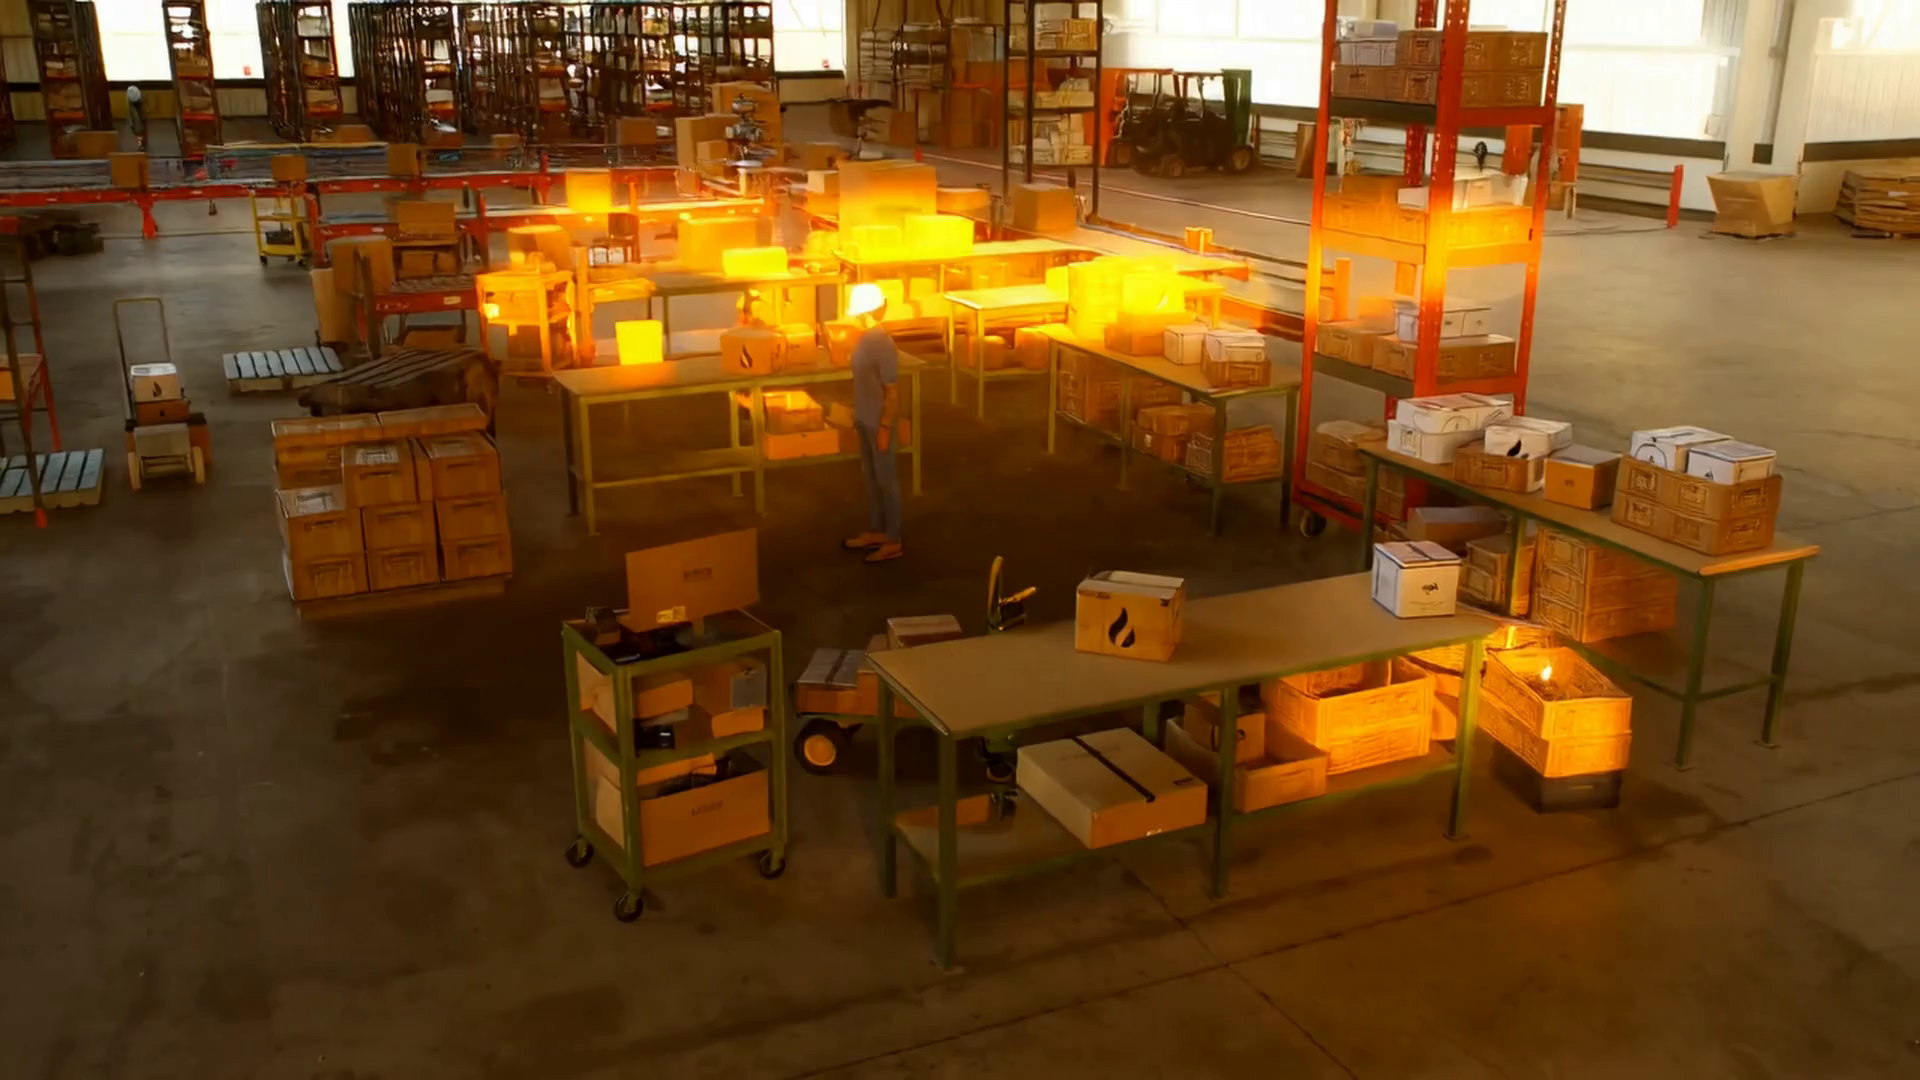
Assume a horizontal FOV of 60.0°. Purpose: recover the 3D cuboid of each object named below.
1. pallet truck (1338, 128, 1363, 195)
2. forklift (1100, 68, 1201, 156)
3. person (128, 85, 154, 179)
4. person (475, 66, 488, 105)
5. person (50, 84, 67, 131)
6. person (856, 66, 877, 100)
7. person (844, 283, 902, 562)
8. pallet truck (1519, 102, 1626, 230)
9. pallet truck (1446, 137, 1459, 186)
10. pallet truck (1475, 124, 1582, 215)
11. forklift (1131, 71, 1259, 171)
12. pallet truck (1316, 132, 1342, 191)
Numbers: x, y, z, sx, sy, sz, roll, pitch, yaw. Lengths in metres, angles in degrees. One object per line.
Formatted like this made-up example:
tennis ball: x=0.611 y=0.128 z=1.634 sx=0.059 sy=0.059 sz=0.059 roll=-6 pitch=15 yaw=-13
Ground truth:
pallet truck: x=7.845 y=-7.140 z=31.411 sx=1.522 sy=1.261 sz=0.704 roll=-9 pitch=20 yaw=-25
forklift: x=4.082 y=-9.564 z=37.410 sx=2.680 sy=1.987 sz=1.157 roll=-8 pitch=19 yaw=-23
person: x=-17.079 y=-8.480 z=34.632 sx=0.409 sy=1.909 sz=0.640 roll=-8 pitch=19 yaw=-23
person: x=-15.734 y=-14.826 z=54.753 sx=0.425 sy=1.821 sz=0.617 roll=-13 pitch=22 yaw=-35
person: x=-22.117 y=-10.456 z=40.964 sx=0.390 sy=1.839 sz=0.564 roll=-8 pitch=19 yaw=-23
person: x=-2.609 y=-12.259 z=46.495 sx=0.595 sy=1.940 sz=1.052 roll=-1 pitch=18 yaw=-2
person: x=-0.551 y=-0.742 z=10.494 sx=0.320 sy=1.763 sz=0.522 roll=-8 pitch=19 yaw=-23
pallet truck: x=9.972 y=-6.037 z=26.785 sx=1.885 sy=1.965 sz=0.823 roll=-9 pitch=20 yaw=-25
pallet truck: x=9.184 y=-6.485 z=29.328 sx=1.630 sy=1.274 sz=0.653 roll=-8 pitch=19 yaw=-23
pallet truck: x=9.707 y=-6.455 z=28.103 sx=1.885 sy=1.965 sz=0.823 roll=-7 pitch=19 yaw=-20
forklift: x=4.998 y=-8.936 z=35.413 sx=2.680 sy=1.987 sz=1.157 roll=-9 pitch=20 yaw=-25
pallet truck: x=7.723 y=-7.504 z=32.656 sx=1.601 sy=1.201 sz=0.680 roll=-8 pitch=19 yaw=-23
